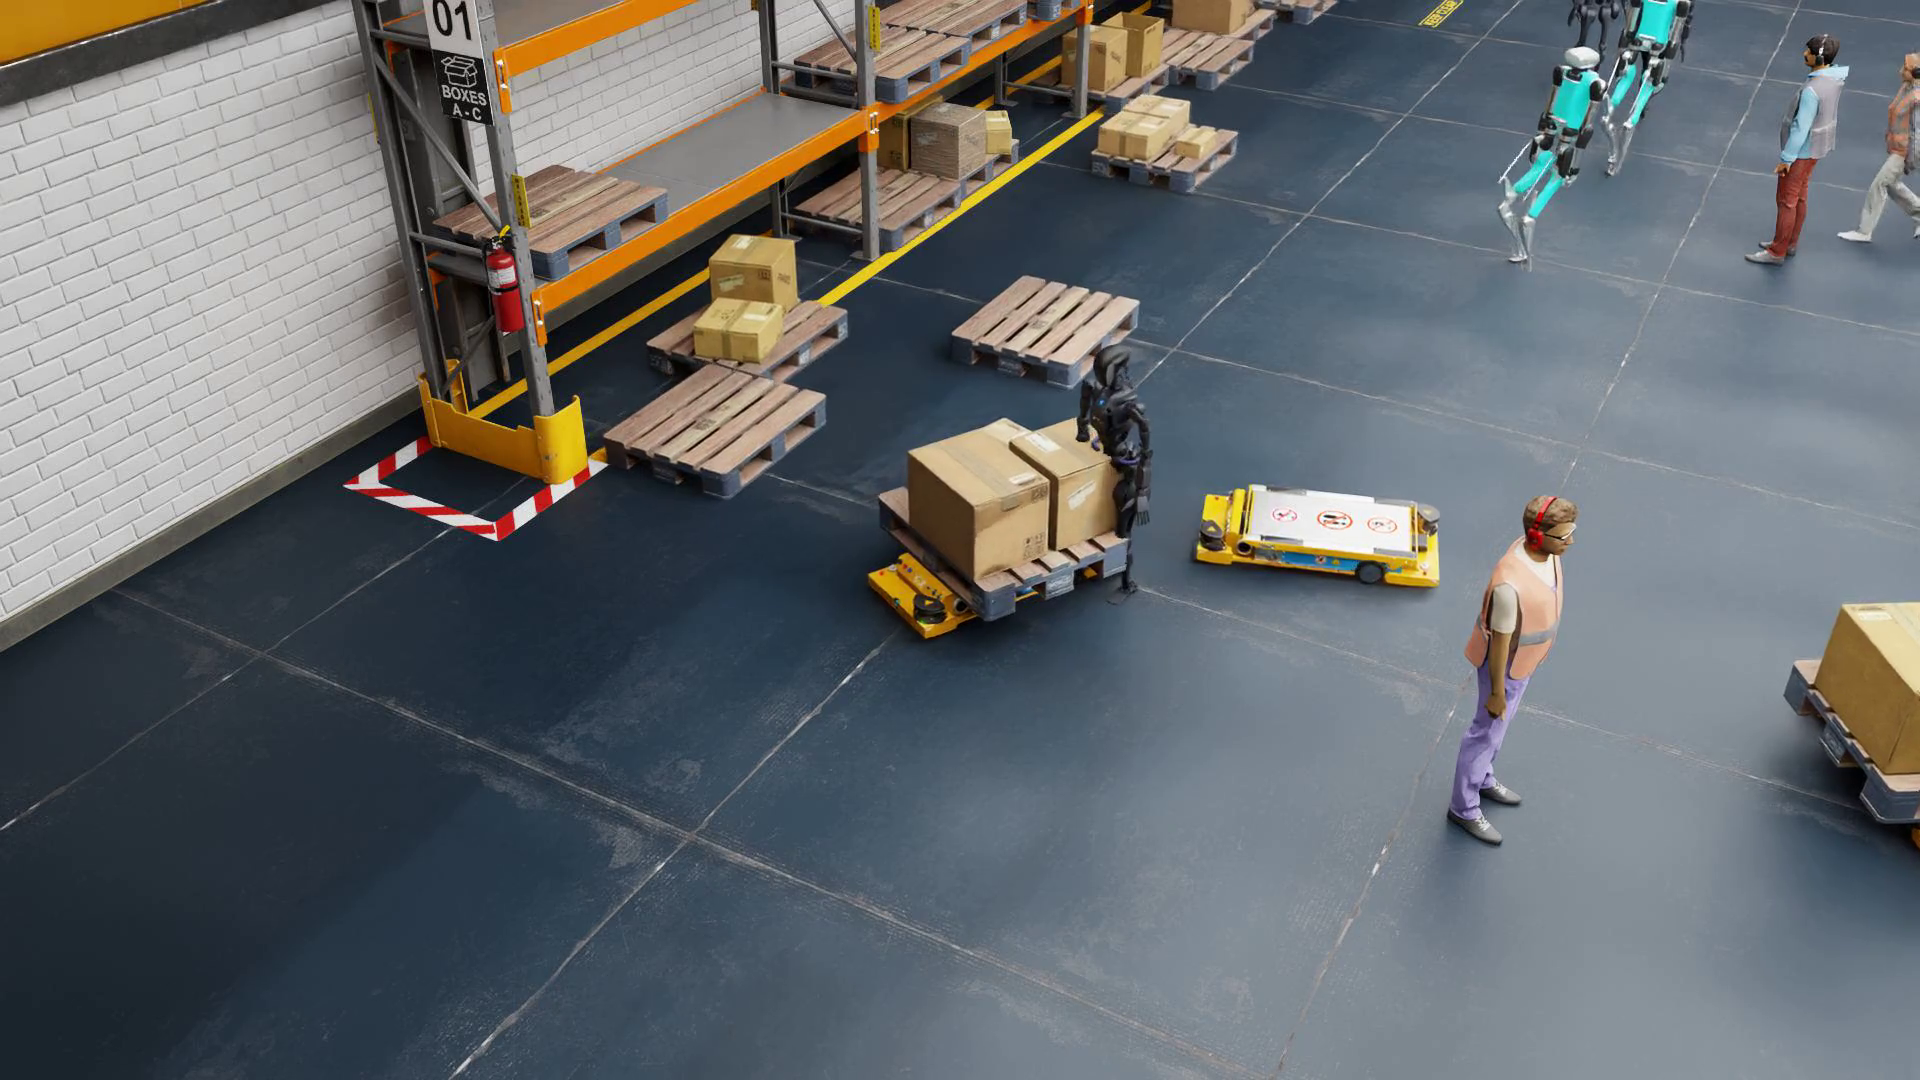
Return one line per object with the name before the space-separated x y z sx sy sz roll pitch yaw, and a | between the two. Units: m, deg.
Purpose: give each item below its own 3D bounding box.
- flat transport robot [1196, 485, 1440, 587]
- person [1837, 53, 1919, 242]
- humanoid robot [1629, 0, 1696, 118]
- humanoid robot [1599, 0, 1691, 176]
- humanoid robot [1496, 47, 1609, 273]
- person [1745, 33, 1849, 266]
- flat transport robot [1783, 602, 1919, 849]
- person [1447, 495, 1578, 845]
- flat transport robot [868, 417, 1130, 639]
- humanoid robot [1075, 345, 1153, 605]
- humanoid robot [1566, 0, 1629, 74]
flat transport robot | 2.201 -0.036 10.202 1.431 0.231 0.659 7 34 10
person | 7.911 -3.239 13.830 0.667 1.604 0.552 10 35 15
humanoid robot | 6.886 -4.994 16.443 0.598 1.640 0.608 -28 42 -35
humanoid robot | 6.153 -4.189 15.251 0.545 1.888 0.786 25 41 33
humanoid robot | 4.680 -3.015 13.442 0.762 1.842 0.535 -14 36 -20
person | 6.815 -3.140 13.450 0.414 1.872 0.536 25 41 33
flat transport robot | 4.936 1.143 8.419 0.659 0.231 1.431 -2 34 -3
person | 2.586 0.580 7.841 0.391 1.846 0.563 20 38 27
flat transport robot | 0.227 0.136 9.942 1.431 0.231 0.659 -20 38 -27
humanoid robot | 0.915 -0.387 9.471 0.432 1.639 0.589 -27 42 -34
humanoid robot | 6.679 -5.592 17.348 0.614 1.632 0.549 6 34 10
